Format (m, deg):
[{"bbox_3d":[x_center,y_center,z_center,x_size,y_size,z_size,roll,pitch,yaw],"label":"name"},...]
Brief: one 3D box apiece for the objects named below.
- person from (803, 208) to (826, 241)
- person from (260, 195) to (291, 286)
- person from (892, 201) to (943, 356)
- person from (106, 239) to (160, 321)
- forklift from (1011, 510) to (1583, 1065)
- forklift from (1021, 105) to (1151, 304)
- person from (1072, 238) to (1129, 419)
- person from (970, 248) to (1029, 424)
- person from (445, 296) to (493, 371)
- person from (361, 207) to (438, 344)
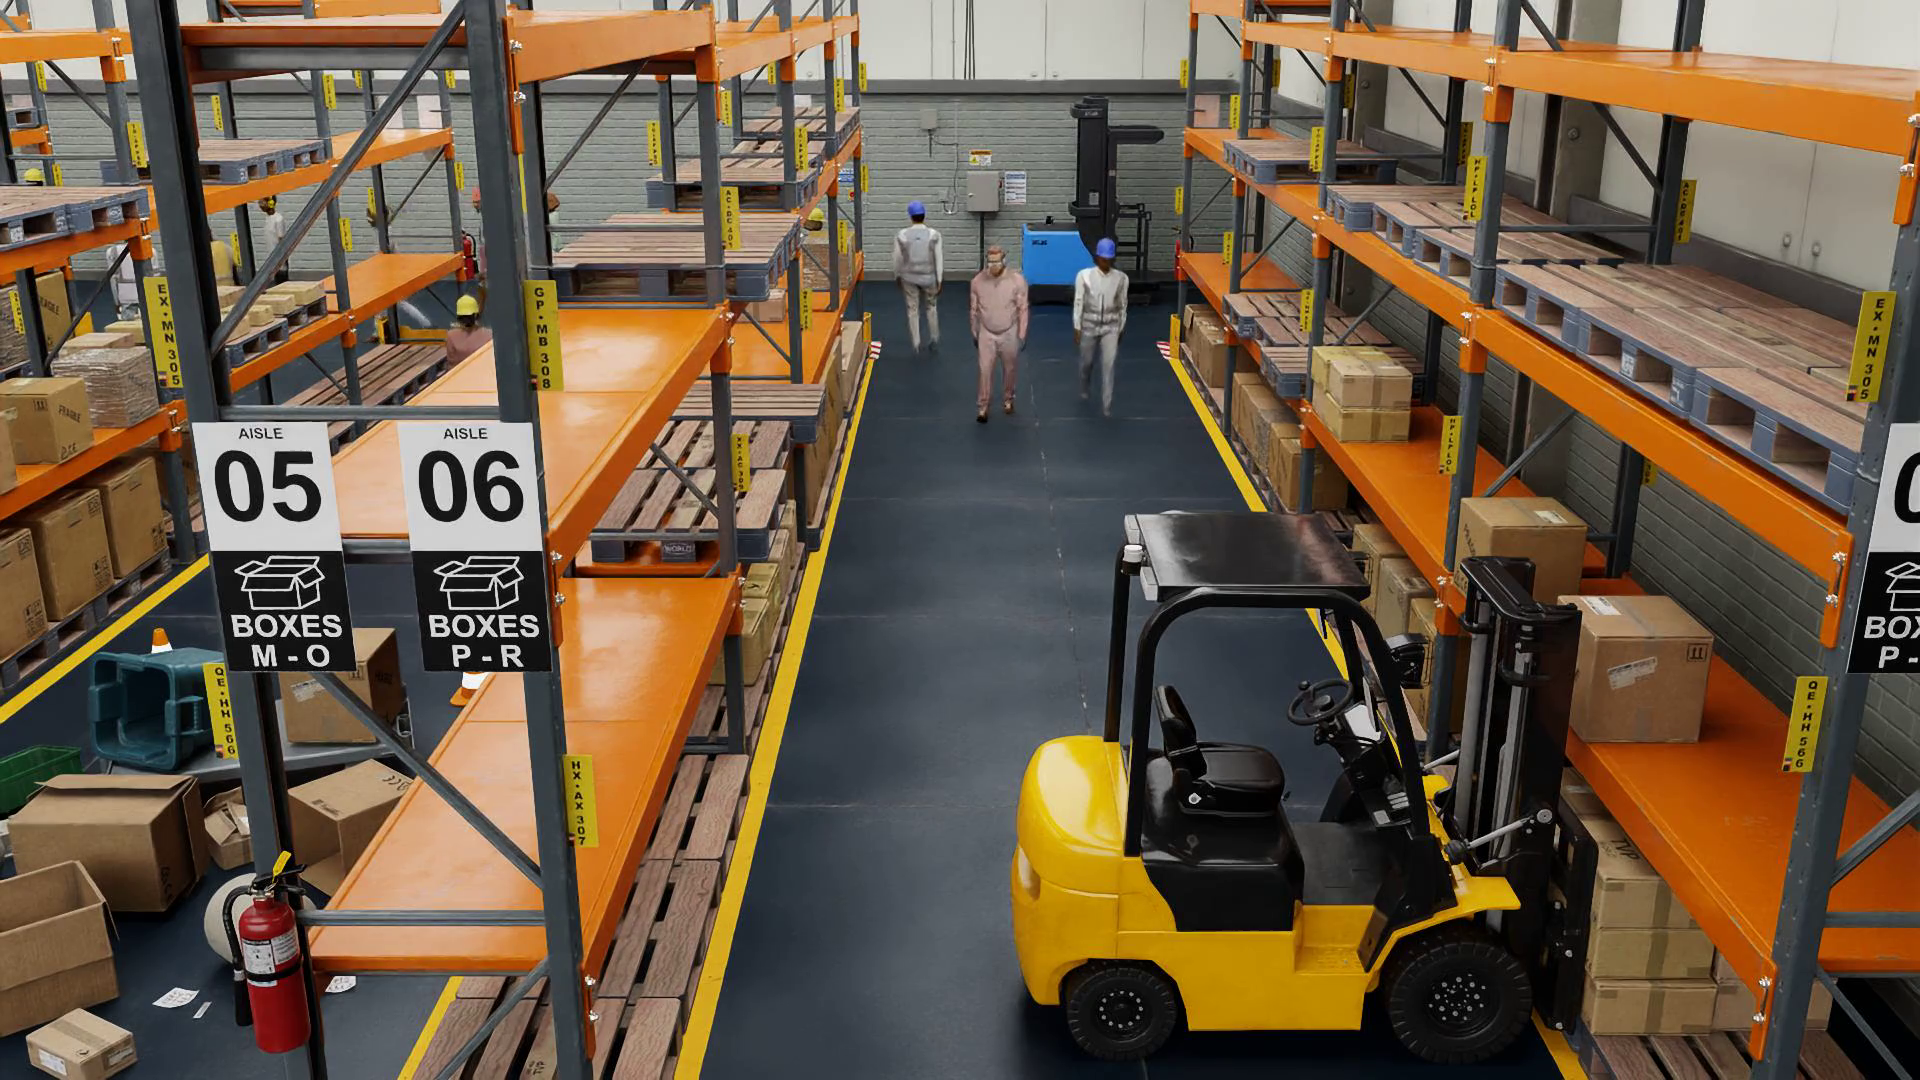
[{"bbox_3d":[-1.895,-3.478,21.809,0.324,1.732,0.494,-1,18,-2],"label":"person"},{"bbox_3d":[-9.258,-3.804,22.605,0.328,1.860,0.514,-15,24,-39],"label":"person"},{"bbox_3d":[-0.531,-3.294,20.956,0.634,1.912,0.635,-1,18,-2],"label":"person"},{"bbox_3d":[-9.695,-2.858,19.629,0.544,1.929,0.389,-7,20,-21],"label":"person"},{"bbox_3d":[1.387,1.055,7.378,2.313,2.155,1.214,0,18,0],"label":"forklift"},{"bbox_3d":[1.857,-4.944,24.441,1.873,2.768,1.129,0,18,0],"label":"forklift"},{"bbox_3d":[1.513,-2.341,18.083,0.606,1.924,0.841,0,18,0],"label":"person"},{"bbox_3d":[0.415,-2.181,17.708,0.646,1.849,1.023,2,18,6],"label":"person"},{"bbox_3d":[-4.569,-1.466,15.745,0.535,1.720,0.893,-2,18,-6],"label":"person"},{"bbox_3d":[-7.346,-3.460,21.635,0.913,1.826,0.505,-10,21,-28],"label":"person"}]
